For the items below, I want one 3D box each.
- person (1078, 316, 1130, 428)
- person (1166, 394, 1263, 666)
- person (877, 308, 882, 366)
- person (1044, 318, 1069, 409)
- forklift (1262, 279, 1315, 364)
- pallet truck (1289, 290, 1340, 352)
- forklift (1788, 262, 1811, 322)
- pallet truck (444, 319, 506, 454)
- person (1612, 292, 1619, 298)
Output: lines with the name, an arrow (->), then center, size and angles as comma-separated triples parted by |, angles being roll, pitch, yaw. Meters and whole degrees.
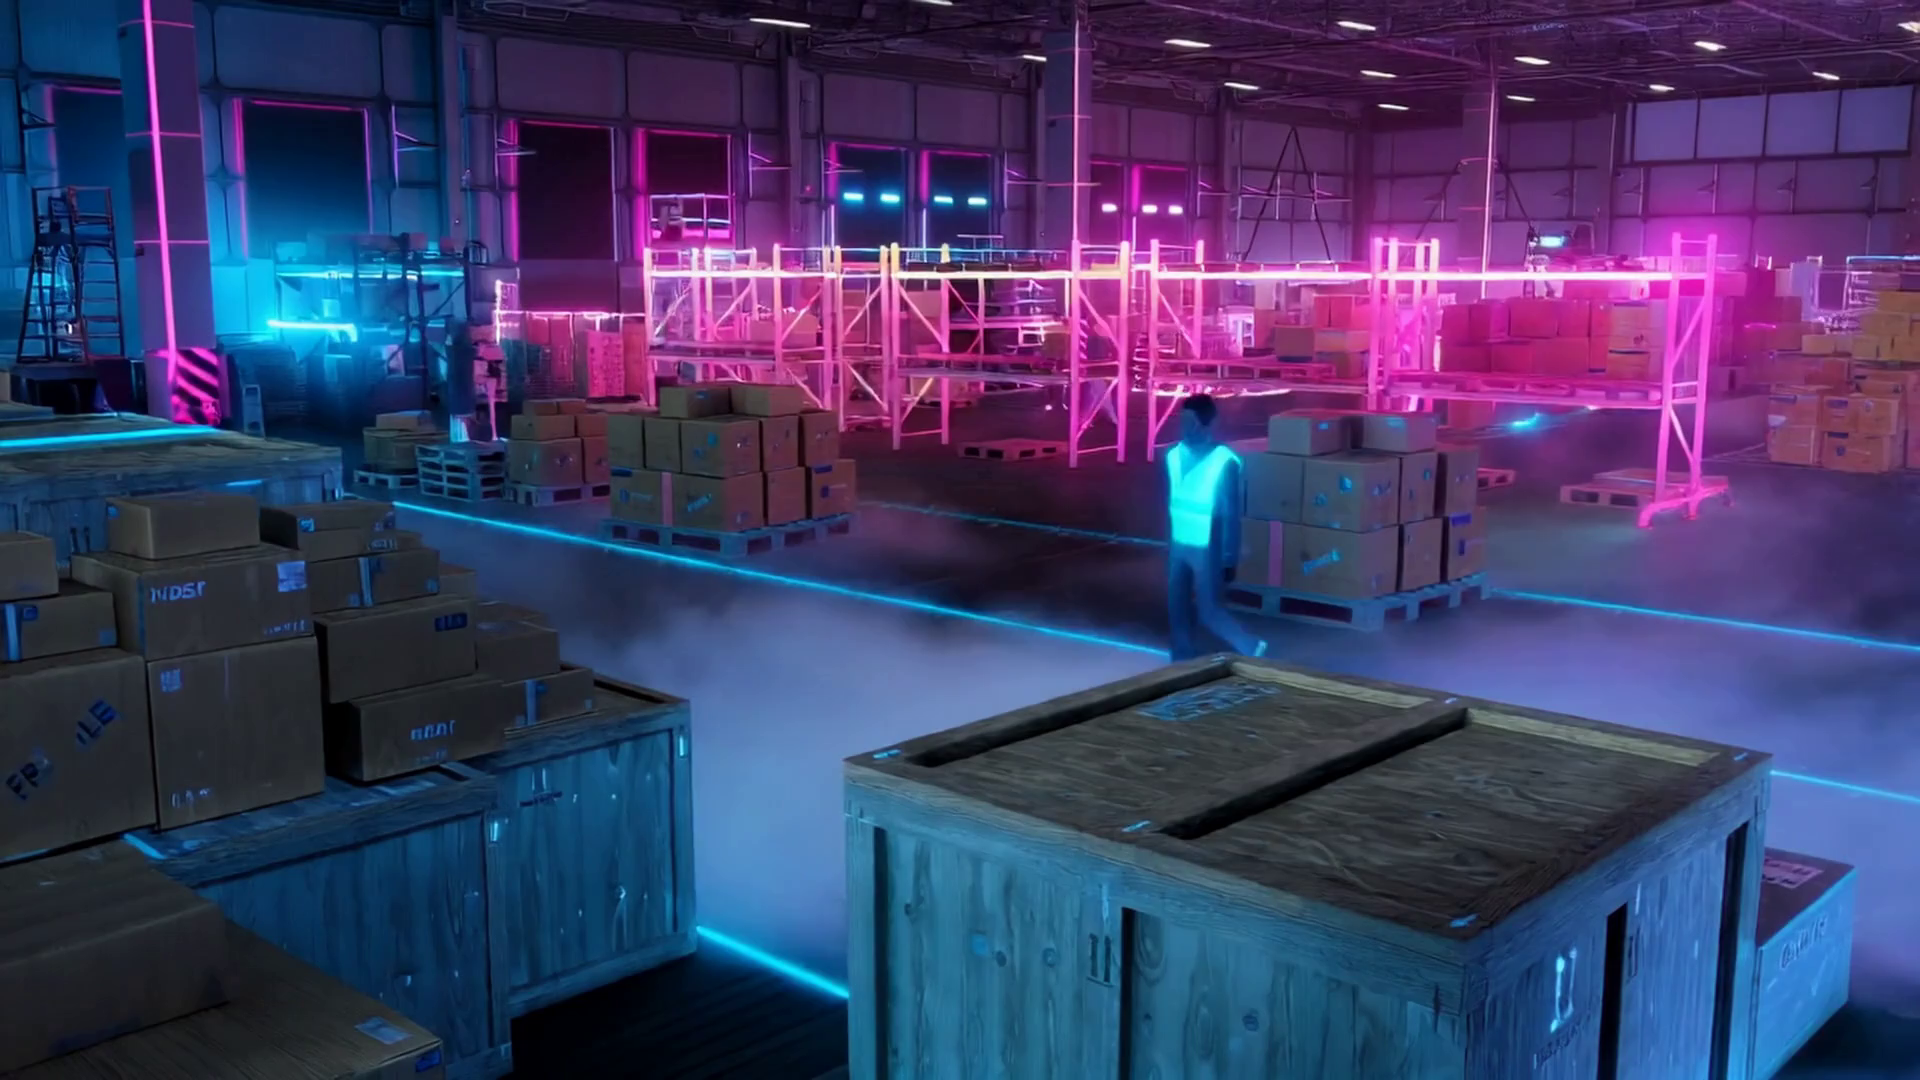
person -> 2.383, -2.803, 27.820 | 0.959, 1.881, 0.596 | -2, 9, -10
person -> 1.537, 0.036, 10.338 | 0.713, 1.900, 0.595 | -6, 11, -31
person -> -2.059, -5.360, 44.234 | 0.313, 1.634, 0.514 | 1, 9, 4
person -> 1.834, -3.330, 31.480 | 0.484, 1.736, 0.348 | -2, 9, -11
forklift -> 8.555, -6.090, 44.881 | 1.873, 2.768, 1.129 | 9, 13, 43
pallet truck -> 11.297, -6.951, 52.861 | 1.885, 1.965, 0.823 | -5, 11, -29
forklift -> 21.878, -5.862, 43.487 | 1.873, 2.768, 1.129 | 7, 11, 36
pallet truck -> -6.981, -1.942, 22.150 | 1.885, 1.965, 0.823 | 1, 9, 9
person -> 21.954, -7.319, 55.502 | 1.017, 1.889, 0.673 | -6, 11, -32
